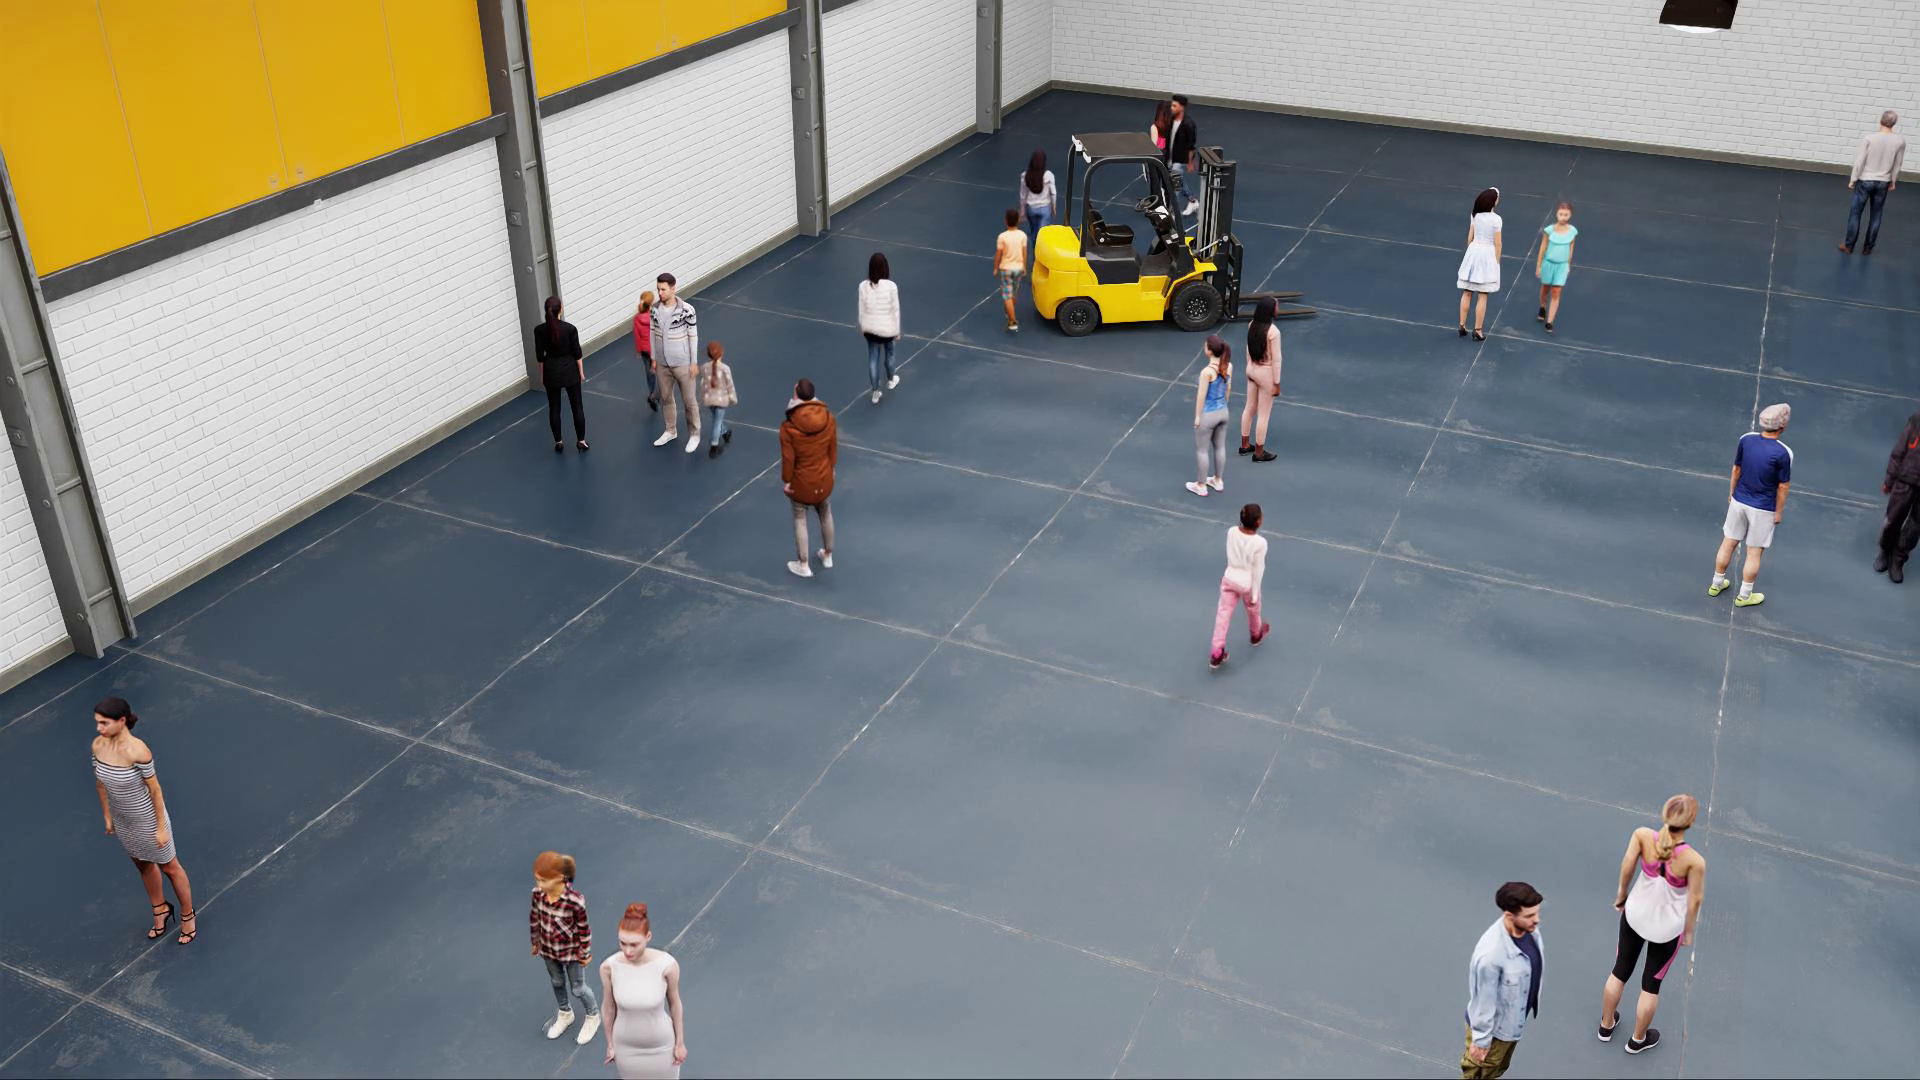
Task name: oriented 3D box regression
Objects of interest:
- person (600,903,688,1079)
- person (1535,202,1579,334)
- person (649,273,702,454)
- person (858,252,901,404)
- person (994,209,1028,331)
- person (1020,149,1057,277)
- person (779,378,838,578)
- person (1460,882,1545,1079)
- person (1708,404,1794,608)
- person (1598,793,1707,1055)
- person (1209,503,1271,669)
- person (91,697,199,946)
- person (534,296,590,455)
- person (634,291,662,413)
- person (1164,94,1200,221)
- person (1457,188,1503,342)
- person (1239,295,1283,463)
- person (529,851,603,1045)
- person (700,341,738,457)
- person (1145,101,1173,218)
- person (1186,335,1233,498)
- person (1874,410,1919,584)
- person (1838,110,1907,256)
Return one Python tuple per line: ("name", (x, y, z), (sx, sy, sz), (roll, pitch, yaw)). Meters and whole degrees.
("person", (-1.639, 2.627, 8.740), (0.646, 1.793, 0.633), (0, 29, 0))
("person", (7.098, -3.286, 19.872), (0.641, 1.513, 1.082), (9, 30, 16))
("person", (-2.887, -1.826, 16.834), (0.698, 1.860, 0.573), (10, 30, 18))
("person", (-0.877, -2.247, 17.866), (0.767, 1.612, 0.936), (5, 29, 9))
("person", (0.622, -3.189, 19.772), (0.884, 1.439, 0.964), (-10, 30, -17))
("person", (1.005, -4.175, 21.427), (0.729, 1.585, 1.120), (8, 30, 14))
("person", (-1.304, -0.551, 14.518), (0.825, 1.839, 0.908), (-17, 33, -28))
("person", (2.850, 2.553, 8.856), (0.798, 1.812, 0.614), (23, 36, 36))
("person", (6.726, -0.310, 14.076), (0.721, 1.839, 0.722), (-20, 34, -32))
("person", (3.965, 2.195, 9.537), (0.670, 1.788, 0.630), (25, 37, 37))
("person", (2.204, 0.376, 13.273), (0.665, 1.404, 1.045), (19, 34, 31))
("person", (-5.075, 1.745, 10.326), (0.632, 1.822, 0.578), (8, 30, 14))
("person", (-4.011, -1.651, 16.721), (0.691, 1.661, 0.702), (-2, 29, -3))
("person", (-3.295, -1.994, 17.720), (0.633, 1.306, 0.833), (5, 29, 9))
("person", (3.157, -5.391, 23.458), (1.199, 1.776, 1.075), (-14, 32, -24))
("person", (6.087, -3.218, 19.430), (0.848, 1.818, 0.811), (-24, 37, -37))
("person", (3.005, -1.616, 16.594), (0.726, 1.720, 0.698), (-14, 32, -24))
("person", (-2.319, 2.352, 9.755), (0.543, 1.304, 0.535), (9, 30, 17))
("person", (-2.480, -1.397, 16.775), (0.570, 1.163, 0.758), (9, 30, 17))
("person", (2.851, -5.405, 23.603), (0.612, 1.660, 0.717), (-17, 33, -29))
("person", (2.419, -1.197, 15.944), (0.616, 1.608, 0.709), (-19, 34, -31))
("person", (8.383, -0.539, 14.520), (0.697, 1.817, 0.642), (13, 31, 23))
("person", (12.174, -4.764, 22.170), (0.799, 1.908, 0.719), (5, 29, 10))
